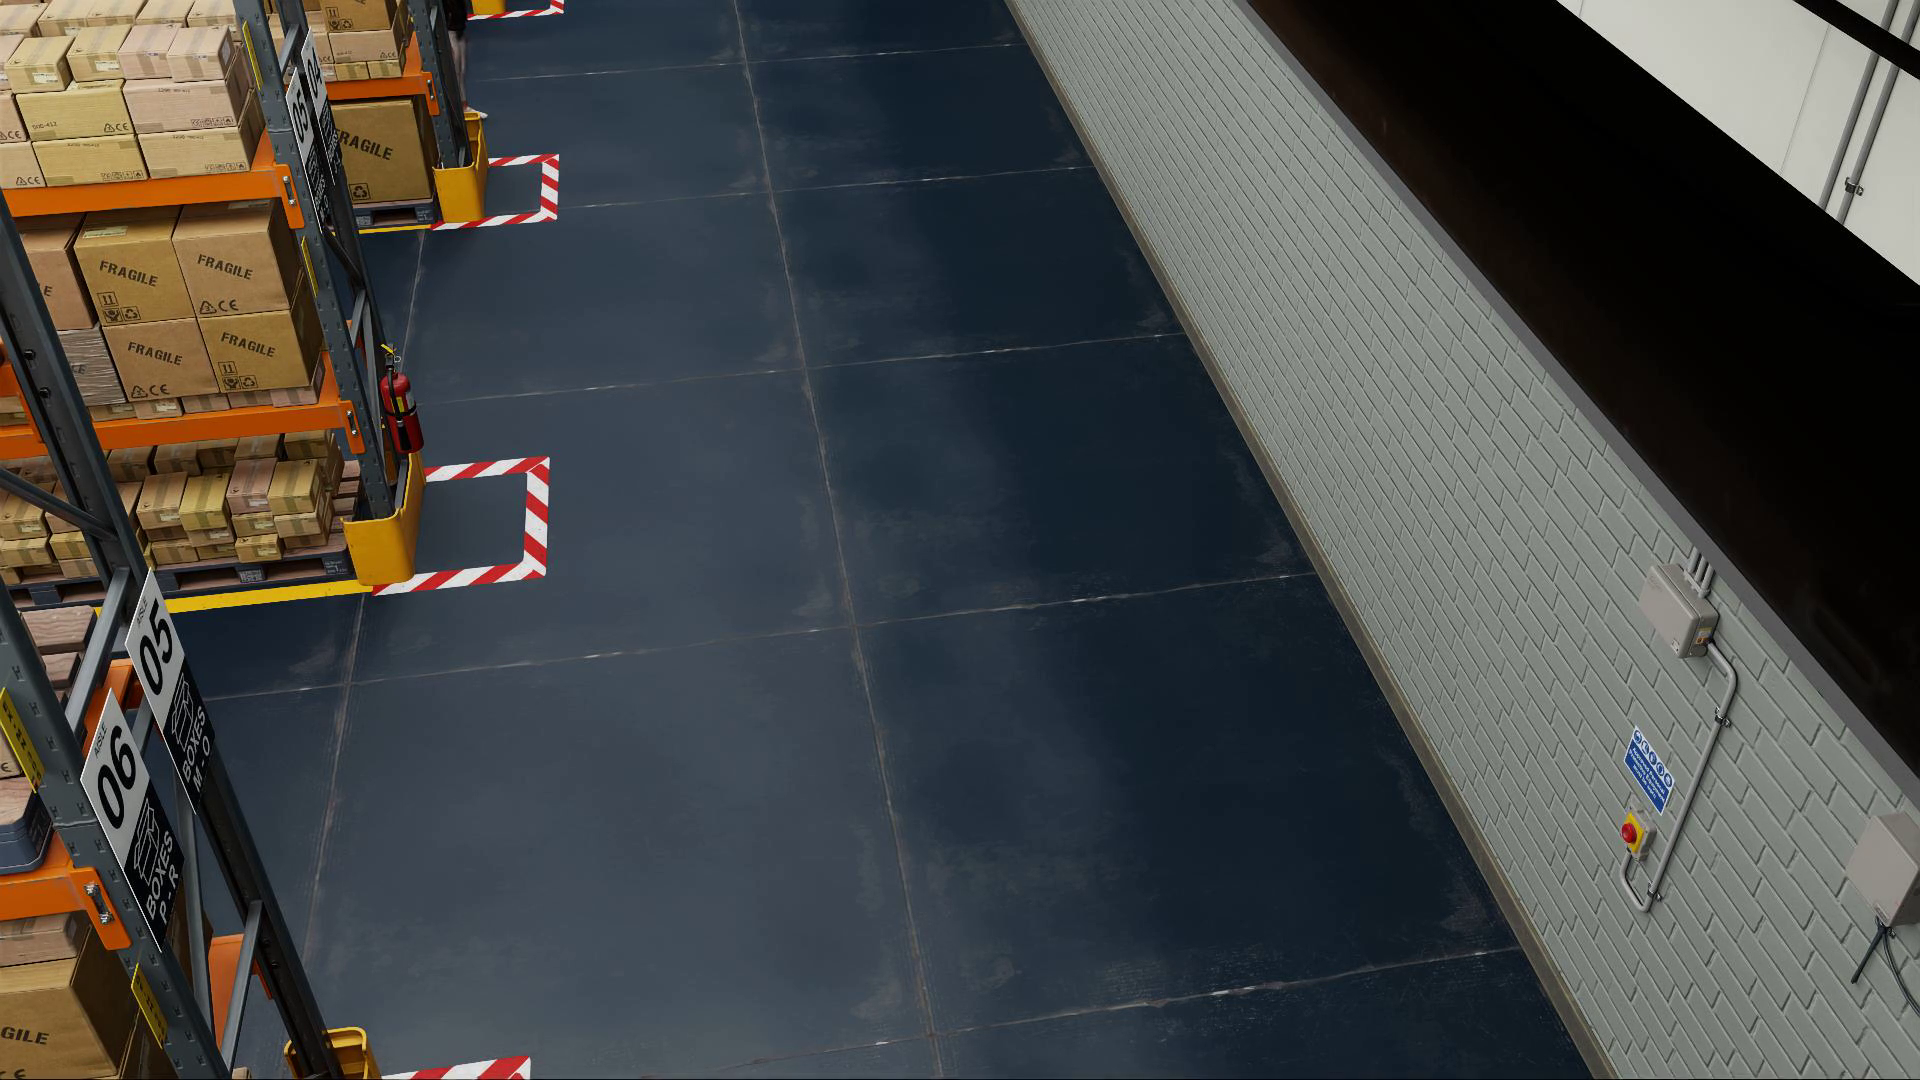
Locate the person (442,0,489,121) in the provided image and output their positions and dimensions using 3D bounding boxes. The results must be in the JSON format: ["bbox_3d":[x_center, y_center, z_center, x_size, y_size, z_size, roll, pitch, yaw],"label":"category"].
[{"bbox_3d":[-4.738,-4.688,15.484,0.607,1.704,0.654,3,38,4],"label":"person"}]
